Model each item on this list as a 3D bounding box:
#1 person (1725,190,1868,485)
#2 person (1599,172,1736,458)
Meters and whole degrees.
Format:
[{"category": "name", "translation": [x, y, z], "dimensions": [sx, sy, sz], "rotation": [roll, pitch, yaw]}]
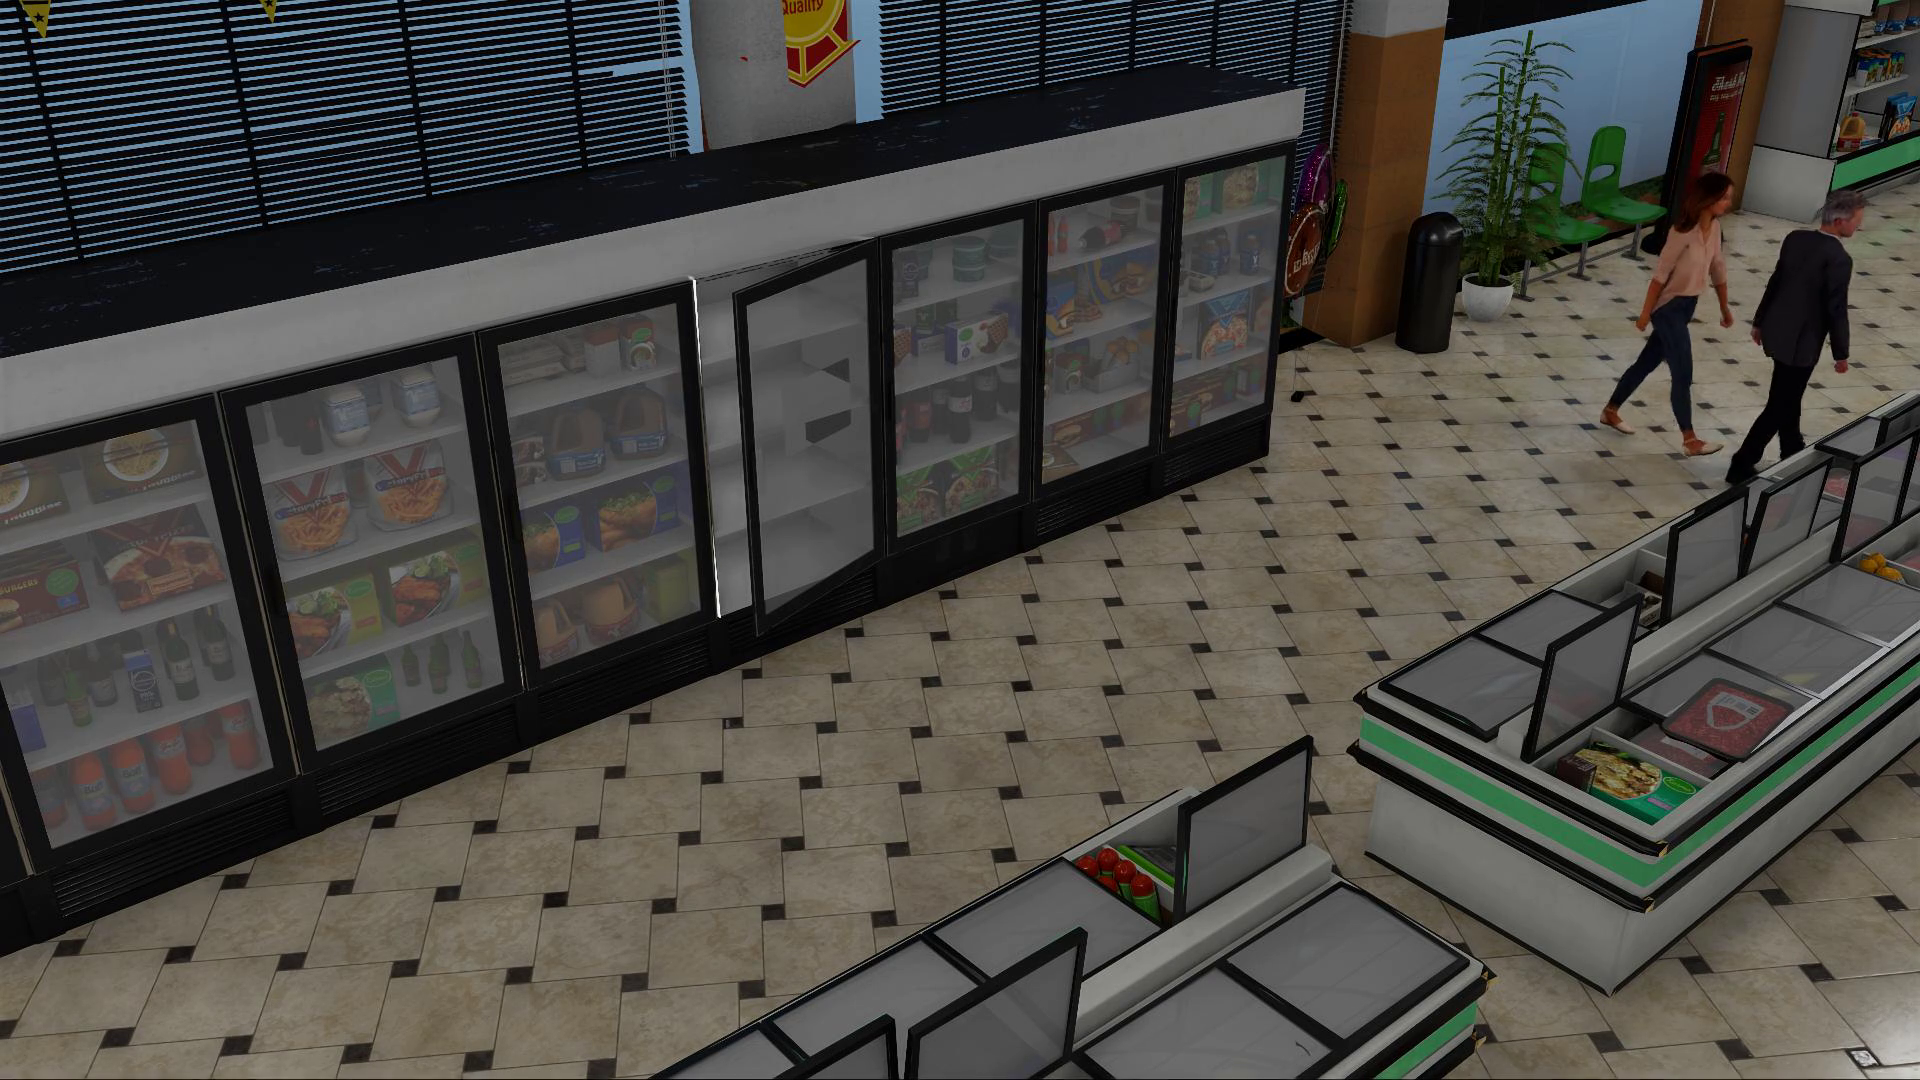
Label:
[{"category": "person", "translation": [4.833, -1.153, 9.745], "dimensions": [1.165, 1.806, 1.071], "rotation": [-4, 27, -9]}, {"category": "person", "translation": [4.360, -1.422, 10.353], "dimensions": [1.021, 1.736, 0.673], "rotation": [-18, 32, -31]}]
